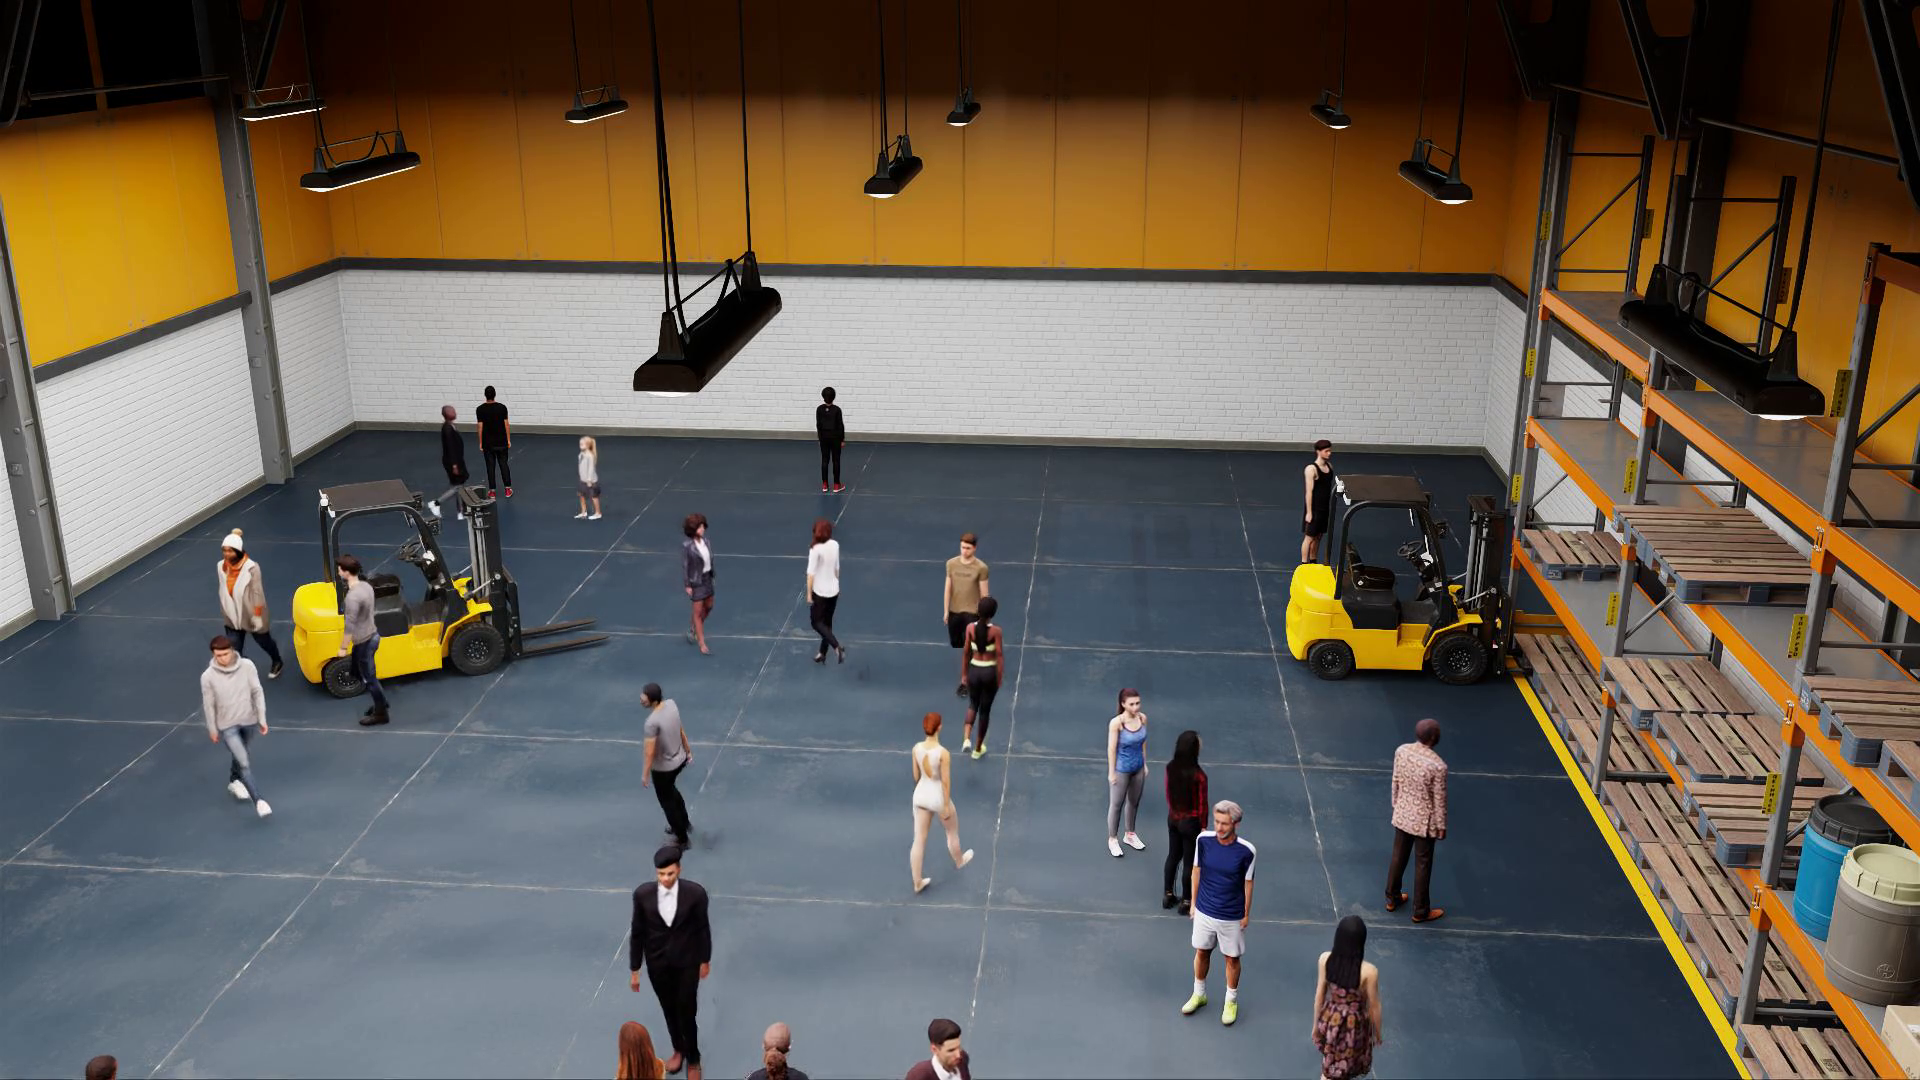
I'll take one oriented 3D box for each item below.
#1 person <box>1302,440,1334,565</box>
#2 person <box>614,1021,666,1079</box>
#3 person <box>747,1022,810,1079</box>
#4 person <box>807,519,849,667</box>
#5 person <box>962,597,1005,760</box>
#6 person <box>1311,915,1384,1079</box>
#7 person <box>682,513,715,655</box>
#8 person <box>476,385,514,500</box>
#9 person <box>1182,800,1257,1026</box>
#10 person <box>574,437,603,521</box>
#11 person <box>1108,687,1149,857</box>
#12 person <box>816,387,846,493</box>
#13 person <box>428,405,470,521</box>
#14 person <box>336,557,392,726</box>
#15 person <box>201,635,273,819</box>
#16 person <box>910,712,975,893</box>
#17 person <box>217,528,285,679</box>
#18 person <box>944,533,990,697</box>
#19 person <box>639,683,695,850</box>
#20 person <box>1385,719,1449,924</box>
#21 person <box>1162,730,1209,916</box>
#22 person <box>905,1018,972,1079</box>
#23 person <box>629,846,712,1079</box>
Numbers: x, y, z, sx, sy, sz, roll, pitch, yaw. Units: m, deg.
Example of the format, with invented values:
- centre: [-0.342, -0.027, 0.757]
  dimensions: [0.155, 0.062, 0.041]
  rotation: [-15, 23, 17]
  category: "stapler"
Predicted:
- centre: [4.770, -0.429, 22.176]
  dimensions: [0.827, 1.890, 0.733]
  rotation: [17, 25, 41]
  category: "person"
- centre: [-1.945, 3.703, 10.171]
  dimensions: [0.718, 1.721, 0.633]
  rotation: [17, 25, 41]
  category: "person"
- centre: [-1.100, 3.756, 10.028]
  dimensions: [0.715, 1.710, 1.124]
  rotation: [-2, 19, -7]
  category: "person"
- centre: [-1.492, 0.653, 19.147]
  dimensions: [0.998, 1.772, 0.958]
  rotation: [15, 24, 38]
  category: "person"
- centre: [0.216, 1.445, 16.851]
  dimensions: [0.652, 1.736, 0.759]
  rotation: [5, 19, 15]
  category: "person"
- centre: [2.539, 3.357, 11.132]
  dimensions: [0.816, 1.763, 0.875]
  rotation: [14, 23, 36]
  category: "person"
- centre: [-3.115, 0.497, 19.725]
  dimensions: [0.862, 1.698, 0.807]
  rotation: [15, 24, 37]
  category: "person"
- centre: [-7.169, -1.516, 25.611]
  dimensions: [0.711, 1.758, 0.692]
  rotation: [-6, 20, -18]
  category: "person"
- centre: [1.987, 2.799, 12.669]
  dimensions: [0.704, 1.839, 0.676]
  rotation: [8, 20, 23]
  category: "person"
- centre: [-5.448, -0.923, 24.624]
  dimensions: [0.747, 1.264, 0.687]
  rotation: [-15, 24, -37]
  category: "person"
- centre: [1.529, 2.088, 15.143]
  dimensions: [0.652, 1.608, 0.686]
  rotation: [-11, 21, -29]
  category: "person"
- centre: [-2.016, -1.578, 25.923]
  dimensions: [0.631, 1.675, 0.586]
  rotation: [5, 19, 13]
  category: "person"
- centre: [-7.520, -1.106, 24.406]
  dimensions: [0.873, 1.749, 0.938]
  rotation: [-4, 19, -12]
  category: "person"
- centre: [-6.246, 1.085, 17.685]
  dimensions: [0.815, 1.888, 0.694]
  rotation: [-3, 19, -9]
  category: "person"
- centre: [-6.936, 1.727, 15.918]
  dimensions: [1.234, 1.797, 1.244]
  rotation: [-17, 25, -41]
  category: "person"
- centre: [-0.289, 2.315, 14.458]
  dimensions: [0.831, 1.615, 1.030]
  rotation: [11, 22, 30]
  category: "person"
- centre: [-7.951, 0.776, 18.662]
  dimensions: [0.693, 1.848, 1.171]
  rotation: [1, 19, 4]
  category: "person"
- centre: [0.090, 0.784, 18.659]
  dimensions: [0.862, 1.836, 1.122]
  rotation: [7, 20, 20]
  category: "person"
- centre: [-2.621, 2.046, 15.110]
  dimensions: [0.840, 1.708, 0.609]
  rotation: [10, 21, 28]
  category: "person"
- centre: [3.866, 2.346, 14.063]
  dimensions: [0.838, 1.808, 0.767]
  rotation: [-14, 23, -36]
  category: "person"
- centre: [1.912, 2.407, 14.127]
  dimensions: [0.714, 1.651, 0.663]
  rotation: [-14, 23, -36]
  category: "person"
- centre: [-0.166, 3.663, 10.088]
  dimensions: [1.020, 1.849, 0.983]
  rotation: [17, 25, 41]
  category: "person"
- centre: [-2.062, 2.994, 12.053]
  dimensions: [0.714, 1.863, 0.678]
  rotation: [2, 19, 5]
  category: "person"
